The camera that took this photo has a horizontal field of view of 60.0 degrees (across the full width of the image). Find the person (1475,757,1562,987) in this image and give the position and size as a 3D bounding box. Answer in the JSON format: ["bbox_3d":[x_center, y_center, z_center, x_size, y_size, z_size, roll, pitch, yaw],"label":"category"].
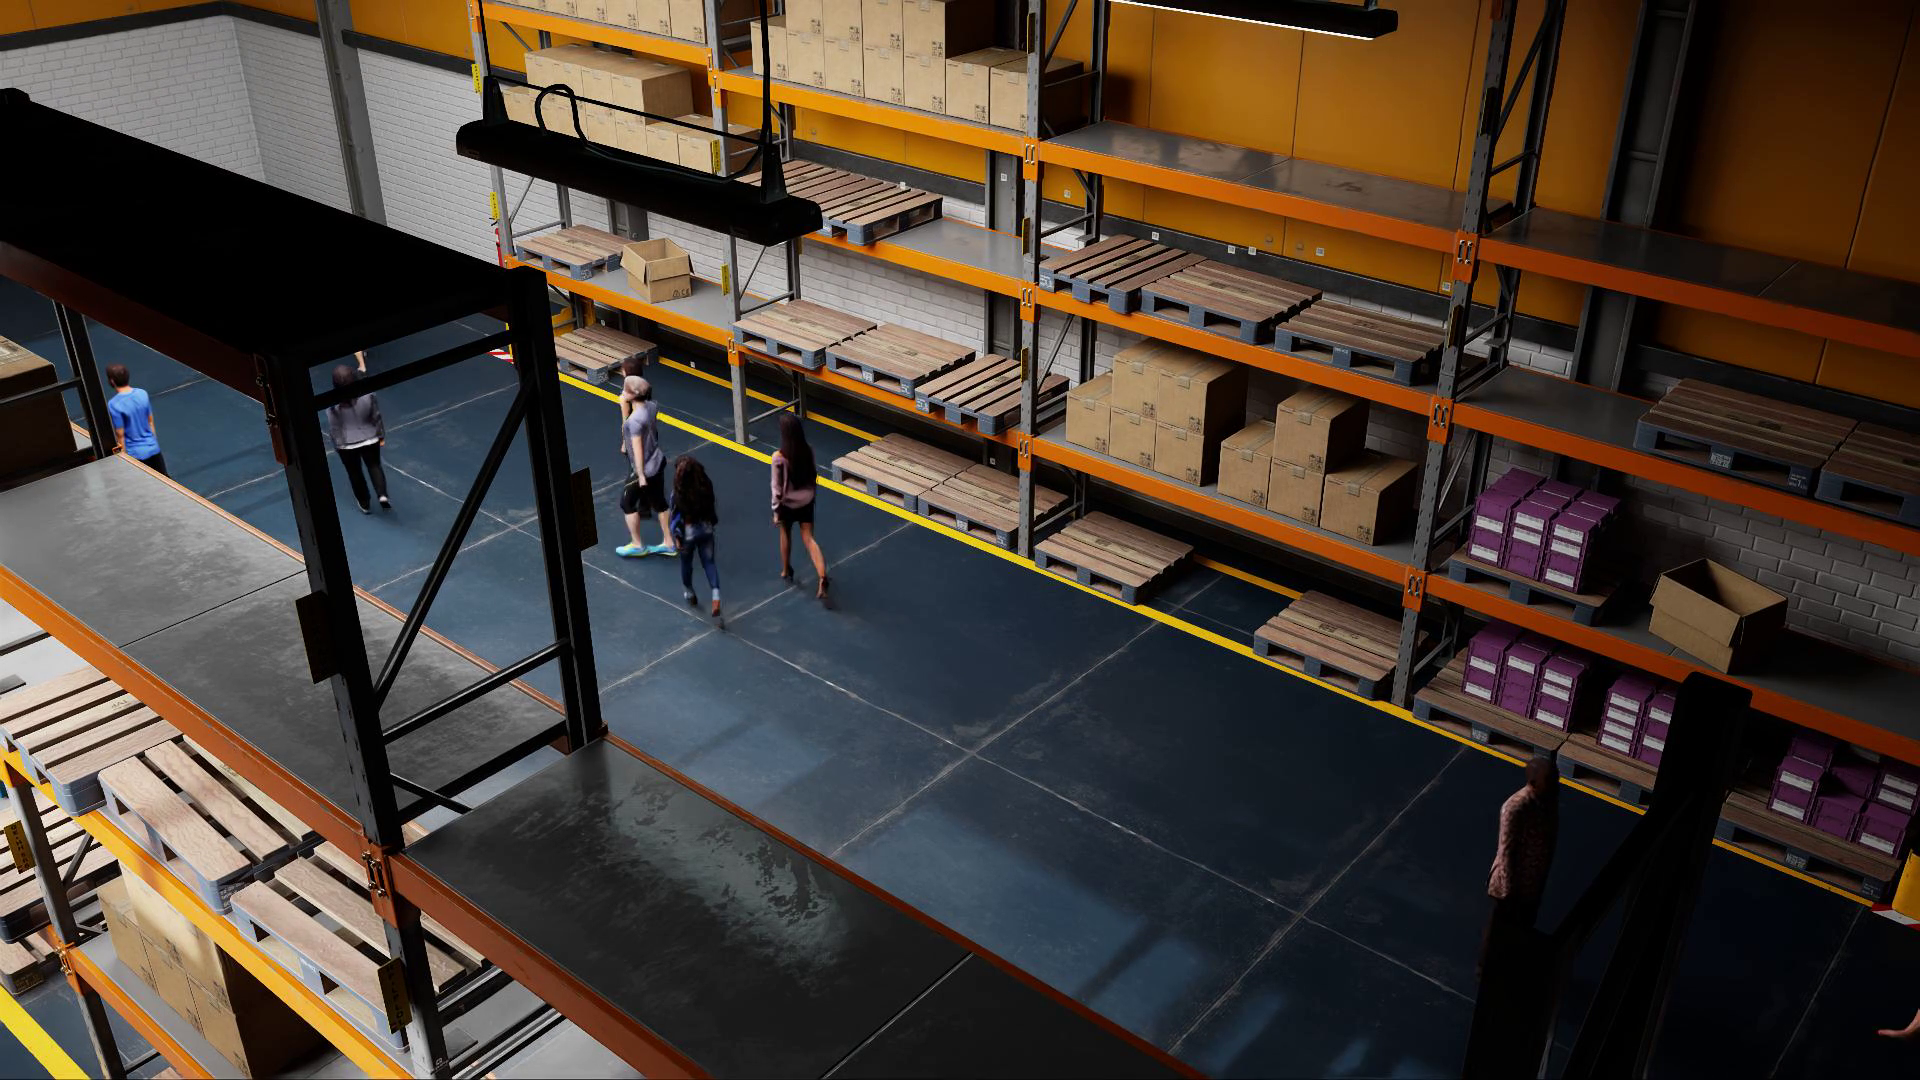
[{"bbox_3d":[3.583,2.147,10.717,0.744,1.805,0.686,-21,35,-33],"label":"person"}]

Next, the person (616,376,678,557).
[{"bbox_3d":[-2.893,-0.660,15.803,0.950,1.863,0.864,8,30,14],"label":"person"}]

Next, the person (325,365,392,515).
[{"bbox_3d":[-6.017,-0.967,16.656,0.794,1.585,0.876,-17,33,-28],"label":"person"}]

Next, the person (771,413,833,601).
[{"bbox_3d":[-1.428,-0.263,15.162,0.869,1.779,1.162,-20,34,-32],"label":"person"}]

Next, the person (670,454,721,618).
[{"bbox_3d":[-2.333,-0.019,14.904,0.868,1.598,1.062,-13,31,-23],"label":"person"}]

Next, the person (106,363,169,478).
[{"bbox_3d":[-7.922,-0.828,16.112,0.659,1.862,0.667,11,31,19],"label":"person"}]

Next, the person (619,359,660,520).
[{"bbox_3d":[-3.198,-1.022,16.649,0.577,1.688,0.606,18,33,30],"label":"person"}]
